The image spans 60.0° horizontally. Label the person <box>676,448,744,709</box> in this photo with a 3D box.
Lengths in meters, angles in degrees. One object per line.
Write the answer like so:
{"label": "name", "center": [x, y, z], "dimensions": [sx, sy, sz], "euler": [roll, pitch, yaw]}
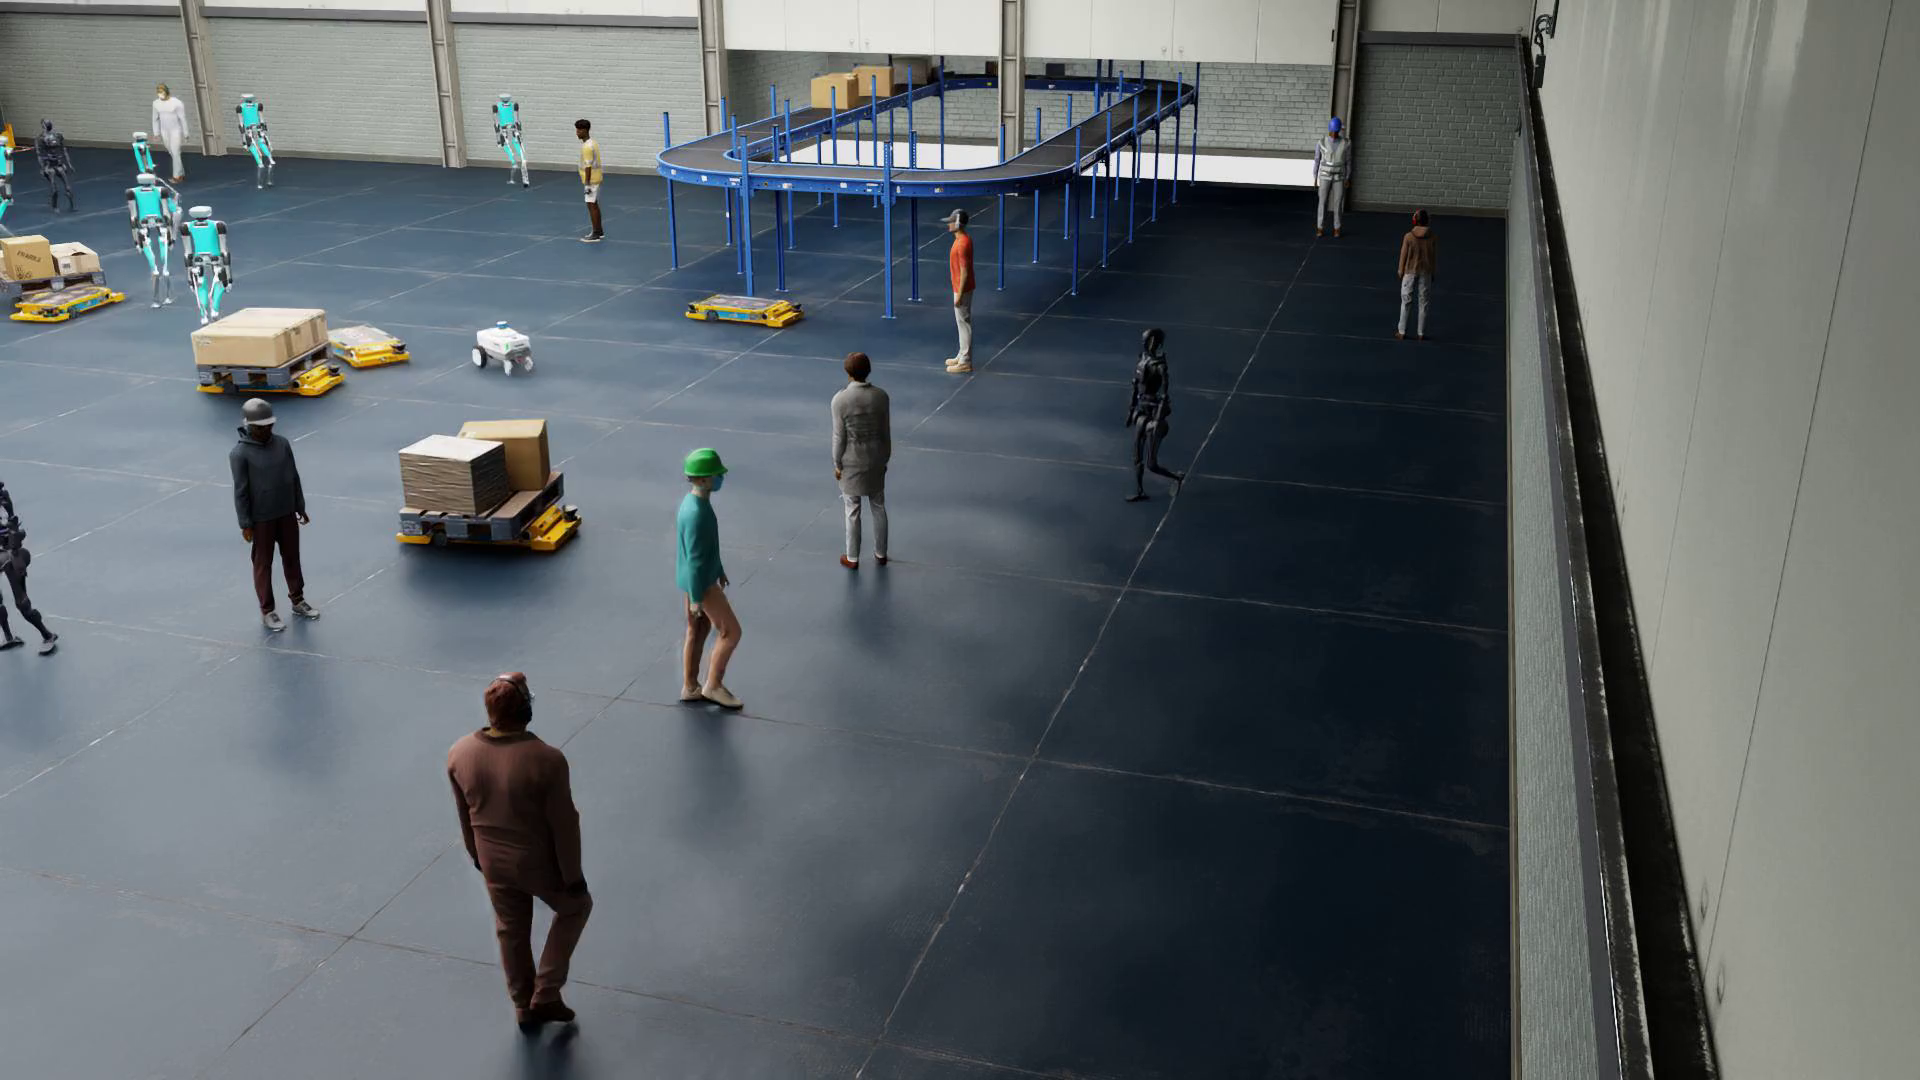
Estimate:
{"label": "person", "center": [-1.688, 0.273, 11.266], "dimensions": [0.583, 1.851, 0.552], "euler": [-2, 21, -6]}

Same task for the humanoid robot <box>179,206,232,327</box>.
{"label": "humanoid robot", "center": [-9.165, -3.132, 20.245], "dimensions": [0.533, 1.755, 0.781], "euler": [-4, 22, -11]}

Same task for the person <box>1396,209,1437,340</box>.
{"label": "person", "center": [5.741, -3.325, 20.887], "dimensions": [0.464, 1.648, 0.326], "euler": [2, 21, 6]}

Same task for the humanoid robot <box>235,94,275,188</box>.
{"label": "humanoid robot", "center": [-13.438, -7.618, 31.914], "dimensions": [0.671, 1.815, 0.539], "euler": [18, 27, 39]}

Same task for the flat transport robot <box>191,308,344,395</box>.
{"label": "flat transport robot", "center": [-7.849, -1.831, 18.928], "dimensions": [1.431, 0.231, 0.659], "euler": [2, 21, 5]}

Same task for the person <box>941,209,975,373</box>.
{"label": "person", "center": [-0.016, -2.913, 19.453], "dimensions": [0.397, 1.912, 0.475], "euler": [0, 21, 0]}

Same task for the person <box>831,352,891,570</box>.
{"label": "person", "center": [-0.810, -0.650, 13.699], "dimensions": [0.501, 1.830, 0.366], "euler": [-8, 22, -19]}

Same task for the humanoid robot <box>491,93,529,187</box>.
{"label": "humanoid robot", "center": [-8.613, -7.680, 32.165], "dimensions": [0.556, 1.822, 0.866], "euler": [-15, 26, -35]}

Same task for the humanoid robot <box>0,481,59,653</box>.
{"label": "humanoid robot", "center": [-6.991, 0.040, 12.112], "dimensions": [0.586, 1.639, 0.382], "euler": [8, 22, 19]}

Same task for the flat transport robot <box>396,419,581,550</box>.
{"label": "flat transport robot", "center": [-4.111, -0.132, 14.521], "dimensions": [1.431, 0.231, 0.659], "euler": [3, 21, 7]}

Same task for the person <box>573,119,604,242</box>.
{"label": "person", "center": [-5.992, -5.829, 26.952], "dimensions": [0.388, 1.957, 0.607], "euler": [-1, 21, -2]}

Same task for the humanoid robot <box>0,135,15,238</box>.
{"label": "humanoid robot", "center": [-15.381, -5.498, 26.408], "dimensions": [0.843, 1.757, 0.543], "euler": [-19, 28, -40]}

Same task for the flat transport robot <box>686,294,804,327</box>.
{"label": "flat transport robot", "center": [-2.855, -3.042, 22.068], "dimensions": [1.431, 0.231, 0.659], "euler": [8, 23, 20]}

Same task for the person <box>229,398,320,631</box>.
{"label": "person", "center": [-5.204, -0.209, 12.587], "dimensions": [0.380, 1.805, 0.552], "euler": [15, 26, 34]}

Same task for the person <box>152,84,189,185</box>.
{"label": "person", "center": [-15.429, -7.884, 32.364], "dimensions": [0.652, 1.893, 0.934], "euler": [3, 21, 9]}

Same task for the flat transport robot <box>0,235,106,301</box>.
{"label": "flat transport robot", "center": [-12.594, -3.433, 23.083], "dimensions": [0.659, 0.231, 1.431], "euler": [-16, 26, -36]}

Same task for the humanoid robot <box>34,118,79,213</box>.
{"label": "humanoid robot", "center": [-15.988, -6.608, 29.371], "dimensions": [0.408, 1.660, 0.601], "euler": [13, 25, 31]}

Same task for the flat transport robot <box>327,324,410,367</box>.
{"label": "flat transport robot", "center": [-7.339, -2.383, 20.358], "dimensions": [0.659, 0.231, 1.431], "euler": [-17, 27, -36]}

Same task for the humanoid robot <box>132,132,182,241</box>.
{"label": "humanoid robot", "center": [-12.942, -5.732, 27.022], "dimensions": [0.696, 1.796, 0.530], "euler": [-12, 24, -28]}

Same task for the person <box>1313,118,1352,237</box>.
{"label": "person", "center": [6.108, -5.960, 27.330], "dimensions": [0.622, 1.932, 0.415], "euler": [2, 21, 5]}

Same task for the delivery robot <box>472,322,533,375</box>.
{"label": "delivery robot", "center": [-5.428, -2.286, 19.736], "dimensions": [0.789, 0.614, 0.499], "euler": [20, 28, 41]}

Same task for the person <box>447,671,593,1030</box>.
{"label": "person", "center": [-2.077, 1.509, 8.003], "dimensions": [0.675, 1.891, 0.445], "euler": [7, 22, 17]}

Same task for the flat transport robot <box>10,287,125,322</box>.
{"label": "flat transport robot", "center": [-12.052, -3.196, 22.467], "dimensions": [0.659, 0.231, 1.431], "euler": [4, 21, 10]}

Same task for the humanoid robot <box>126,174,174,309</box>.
{"label": "humanoid robot", "center": [-10.907, -4.026, 22.604], "dimensions": [0.575, 1.790, 0.830], "euler": [-14, 25, -32]}

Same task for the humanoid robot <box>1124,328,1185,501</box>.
{"label": "humanoid robot", "center": [1.796, -1.160, 15.241], "dimensions": [0.565, 1.635, 0.589], "euler": [-11, 23, -26]}
